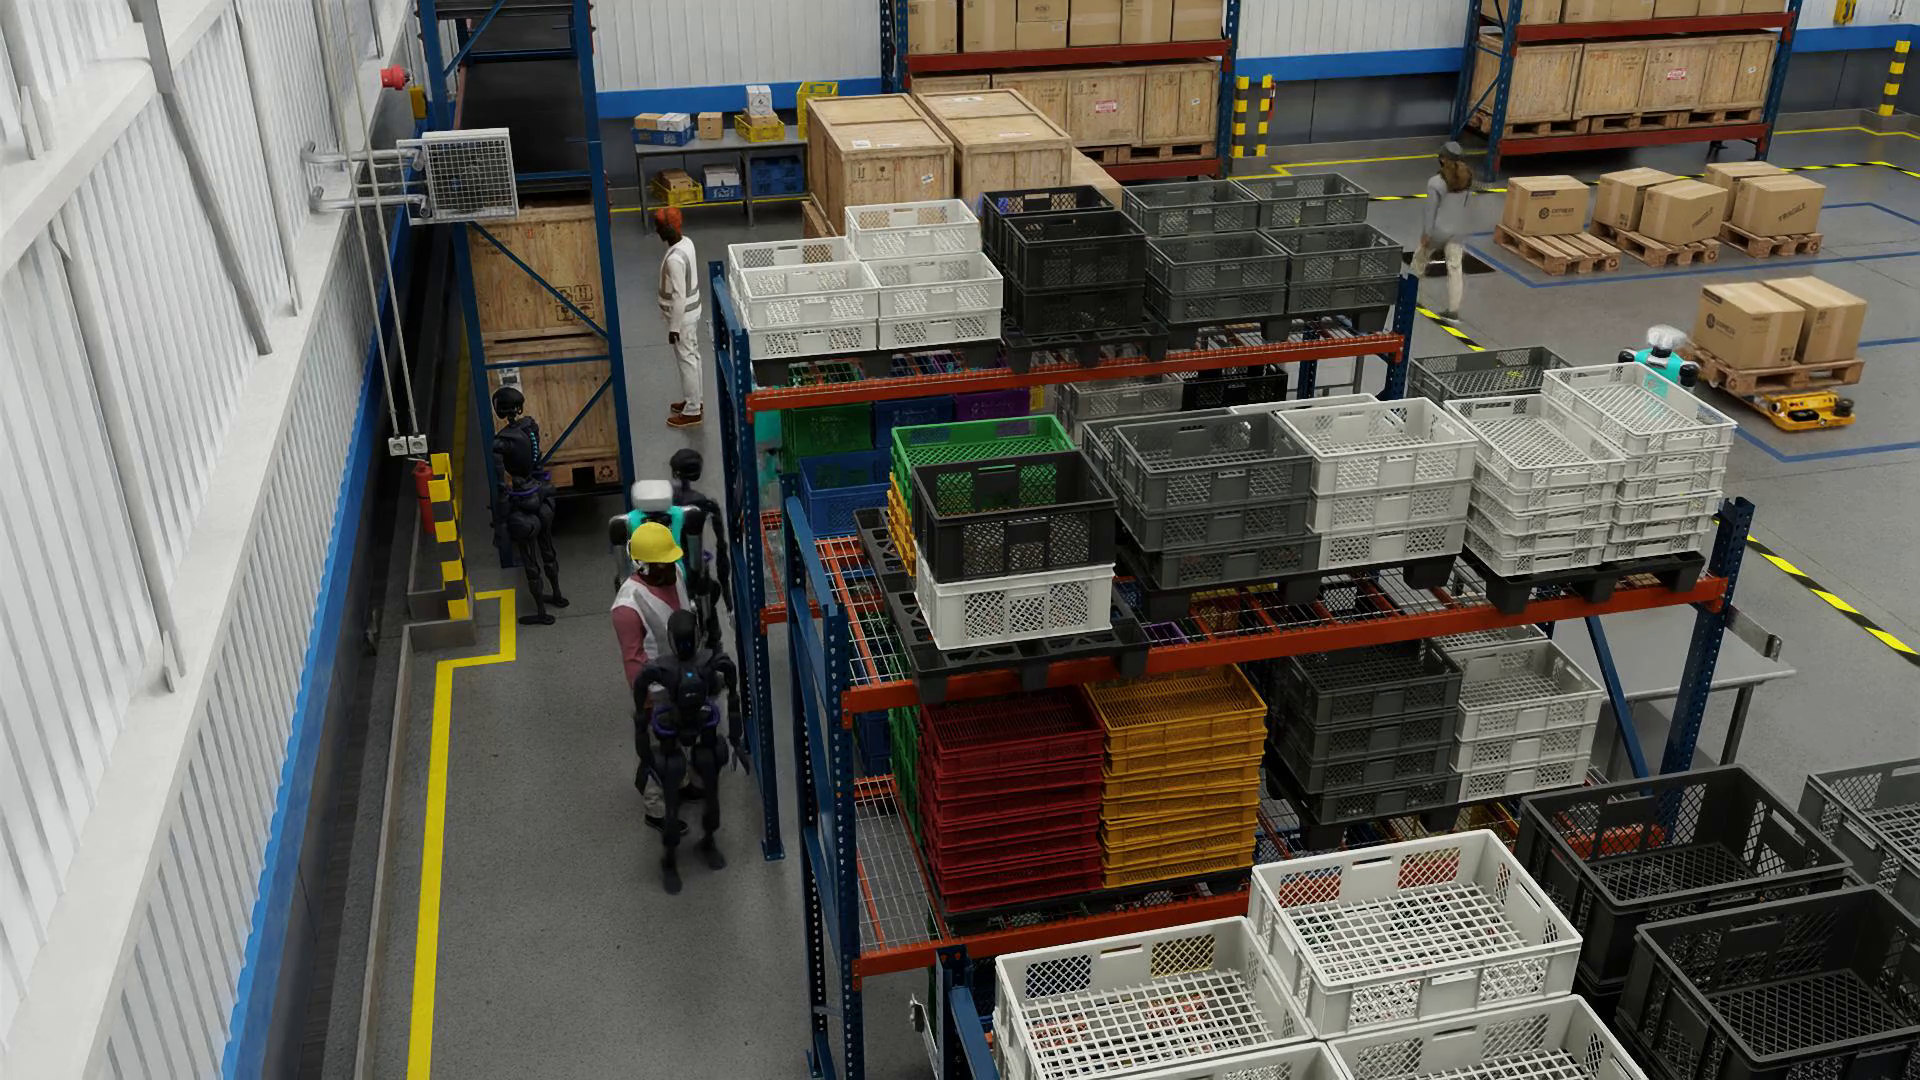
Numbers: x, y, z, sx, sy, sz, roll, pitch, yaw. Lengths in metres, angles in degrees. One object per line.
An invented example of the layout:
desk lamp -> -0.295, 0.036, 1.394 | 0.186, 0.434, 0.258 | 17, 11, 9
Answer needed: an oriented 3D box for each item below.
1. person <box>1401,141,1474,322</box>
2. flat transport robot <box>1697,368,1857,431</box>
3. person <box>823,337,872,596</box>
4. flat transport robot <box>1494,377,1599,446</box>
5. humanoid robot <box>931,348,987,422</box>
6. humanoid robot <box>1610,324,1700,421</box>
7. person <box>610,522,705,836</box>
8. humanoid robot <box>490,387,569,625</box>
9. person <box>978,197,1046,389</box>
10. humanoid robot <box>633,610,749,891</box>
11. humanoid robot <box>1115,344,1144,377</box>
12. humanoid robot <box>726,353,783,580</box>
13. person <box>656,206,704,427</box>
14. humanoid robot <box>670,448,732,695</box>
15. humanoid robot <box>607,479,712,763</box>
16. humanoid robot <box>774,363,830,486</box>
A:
person -> 4.665, -3.051, 16.263 | 0.592, 1.718, 0.899 | -13, 31, -23
flat transport robot -> 7.093, -1.350, 14.579 | 0.652, 0.197, 1.431 | -6, 28, -12
person -> -0.761, -0.508, 11.114 | 0.386, 2.038, 0.623 | -7, 29, -13
flat transport robot -> 4.780, -1.036, 14.013 | 0.659, 0.231, 1.431 | -6, 28, -12
humanoid robot -> 0.115, -0.576, 11.455 | 0.531, 1.692, 0.733 | -11, 30, -21
humanoid robot -> 4.888, -0.775, 11.802 | 0.533, 1.673, 0.735 | 16, 32, 28
person -> -1.601, 0.726, 8.991 | 0.404, 1.834, 0.588 | 9, 29, 16
humanoid robot -> -2.865, -0.228, 10.952 | 0.315, 1.657, 0.599 | 8, 29, 14
person -> 0.244, -1.999, 14.137 | 1.018, 1.856, 0.623 | -6, 28, -11
humanoid robot -> -1.399, 1.050, 8.558 | 0.594, 1.644, 0.408 | -11, 30, -20
humanoid robot -> 1.447, -1.925, 14.204 | 0.616, 1.648, 0.426 | 2, 28, 4
humanoid robot -> -1.437, -0.591, 11.574 | 0.530, 1.742, 0.789 | -11, 30, -20
person -> -2.333, -1.861, 13.846 | 0.356, 1.883, 0.573 | 0, 28, -1
humanoid robot -> -1.661, 0.211, 10.144 | 0.600, 1.649, 0.414 | 13, 31, 23
humanoid robot -> -1.633, 0.568, 9.393 | 0.540, 1.788, 0.694 | -8, 29, -14
humanoid robot -> -0.957, -0.560, 11.523 | 0.820, 1.748, 0.539 | -17, 32, -29
